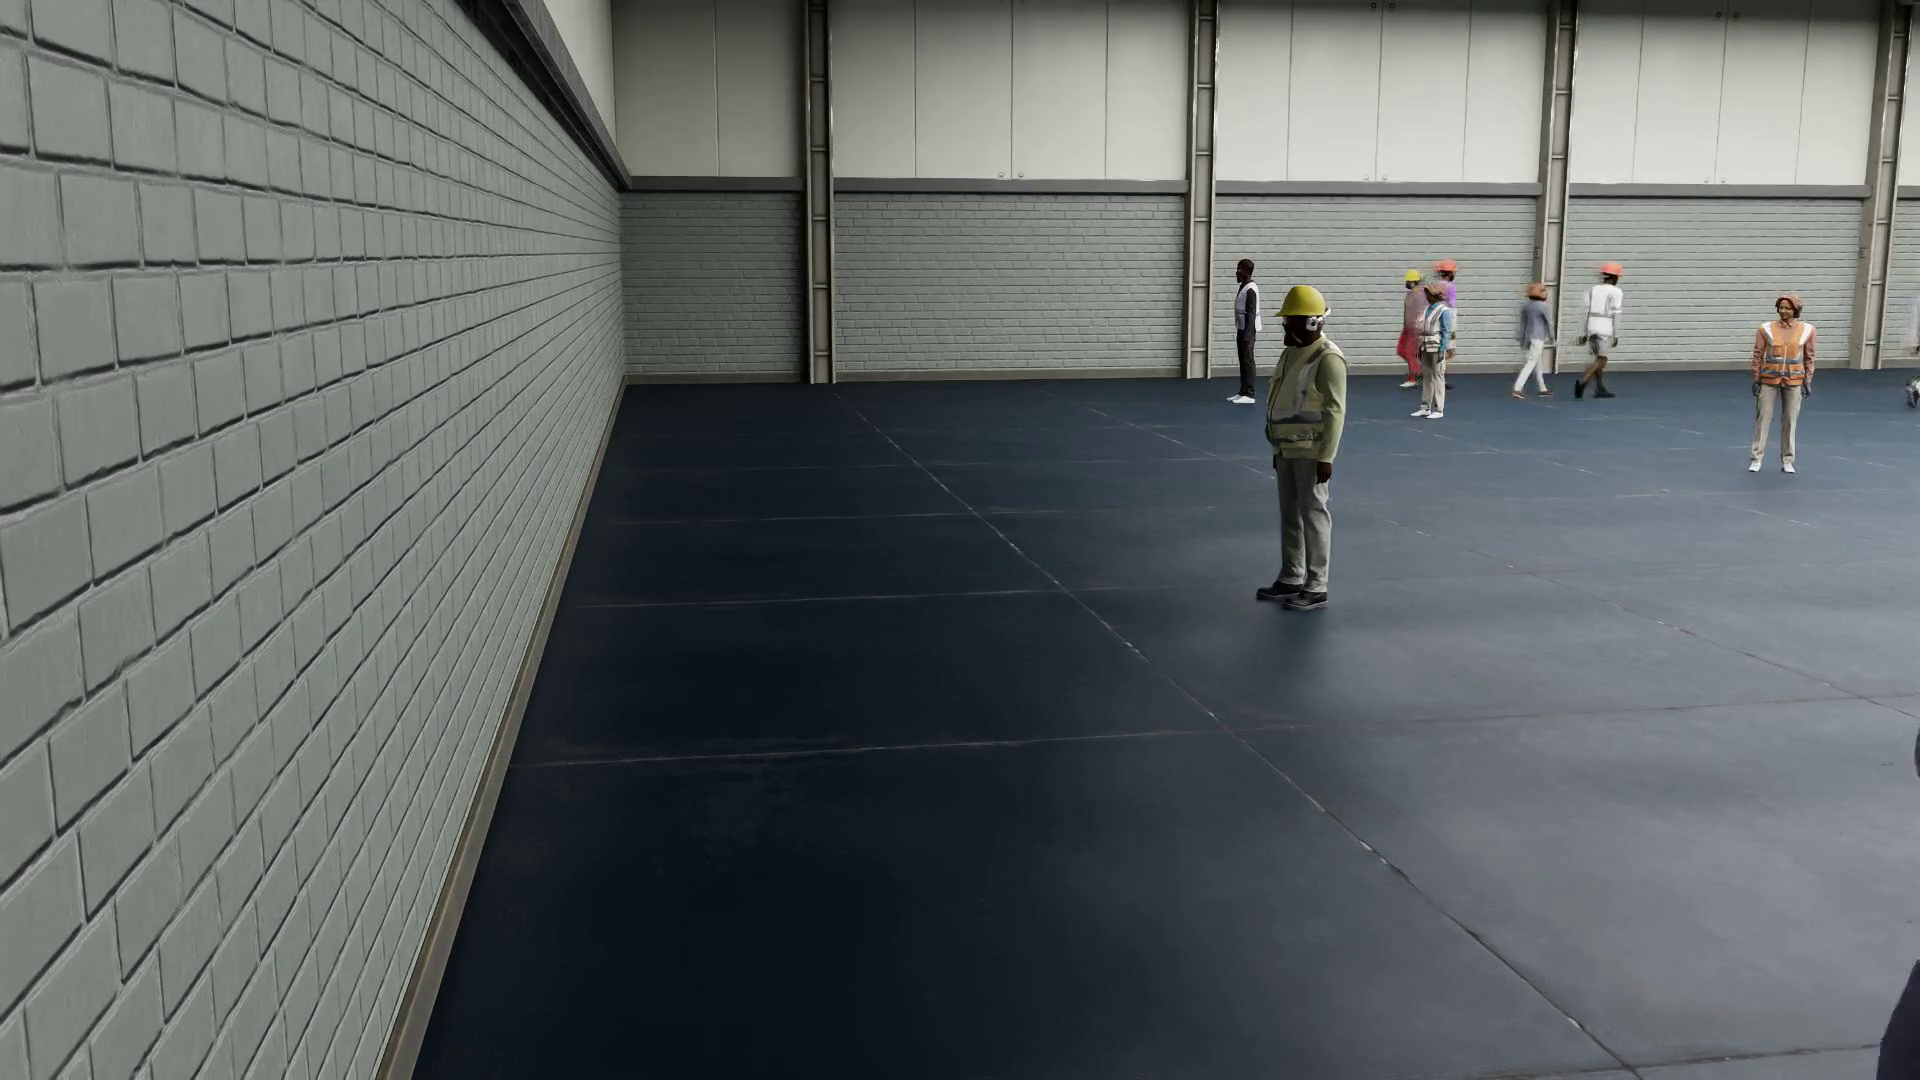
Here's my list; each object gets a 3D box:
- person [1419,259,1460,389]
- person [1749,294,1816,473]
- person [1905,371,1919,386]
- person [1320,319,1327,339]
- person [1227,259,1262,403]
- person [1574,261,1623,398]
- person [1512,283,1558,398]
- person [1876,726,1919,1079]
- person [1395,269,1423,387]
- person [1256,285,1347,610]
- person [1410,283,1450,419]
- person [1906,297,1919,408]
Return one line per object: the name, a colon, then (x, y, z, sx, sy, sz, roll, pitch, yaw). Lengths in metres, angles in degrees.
person: (6.987, -3.123, 24.196, 0.579, 1.923, 0.545, -3, 10, -18)
person: (7.519, -1.425, 15.213, 0.515, 1.636, 0.315, 4, 11, 22)
person: (14.551, -3.227, 24.825, 0.548, 1.892, 0.669, 8, 13, 39)
person: (2.888, -1.183, 13.817, 0.307, 1.638, 0.512, -1, 10, -9)
person: (3.827, -2.789, 22.252, 0.392, 1.920, 0.593, 0, 10, -2)
person: (8.700, -2.854, 22.709, 0.832, 1.901, 0.586, -5, 11, -27)
person: (7.951, -2.755, 22.980, 0.825, 1.594, 0.505, -3, 10, -18)
person: (1.995, 0.585, 2.943, 0.903, 1.872, 0.648, 6, 11, 29)
person: (6.728, -3.150, 24.803, 0.390, 1.750, 0.541, -1, 10, -7)
person: (1.936, -0.523, 9.451, 0.404, 1.830, 0.602, -3, 10, -17)
person: (5.736, -2.289, 20.175, 0.310, 1.640, 0.514, -3, 10, -18)
person: (12.366, -2.538, 21.136, 0.760, 1.805, 0.597, -3, 10, -18)
